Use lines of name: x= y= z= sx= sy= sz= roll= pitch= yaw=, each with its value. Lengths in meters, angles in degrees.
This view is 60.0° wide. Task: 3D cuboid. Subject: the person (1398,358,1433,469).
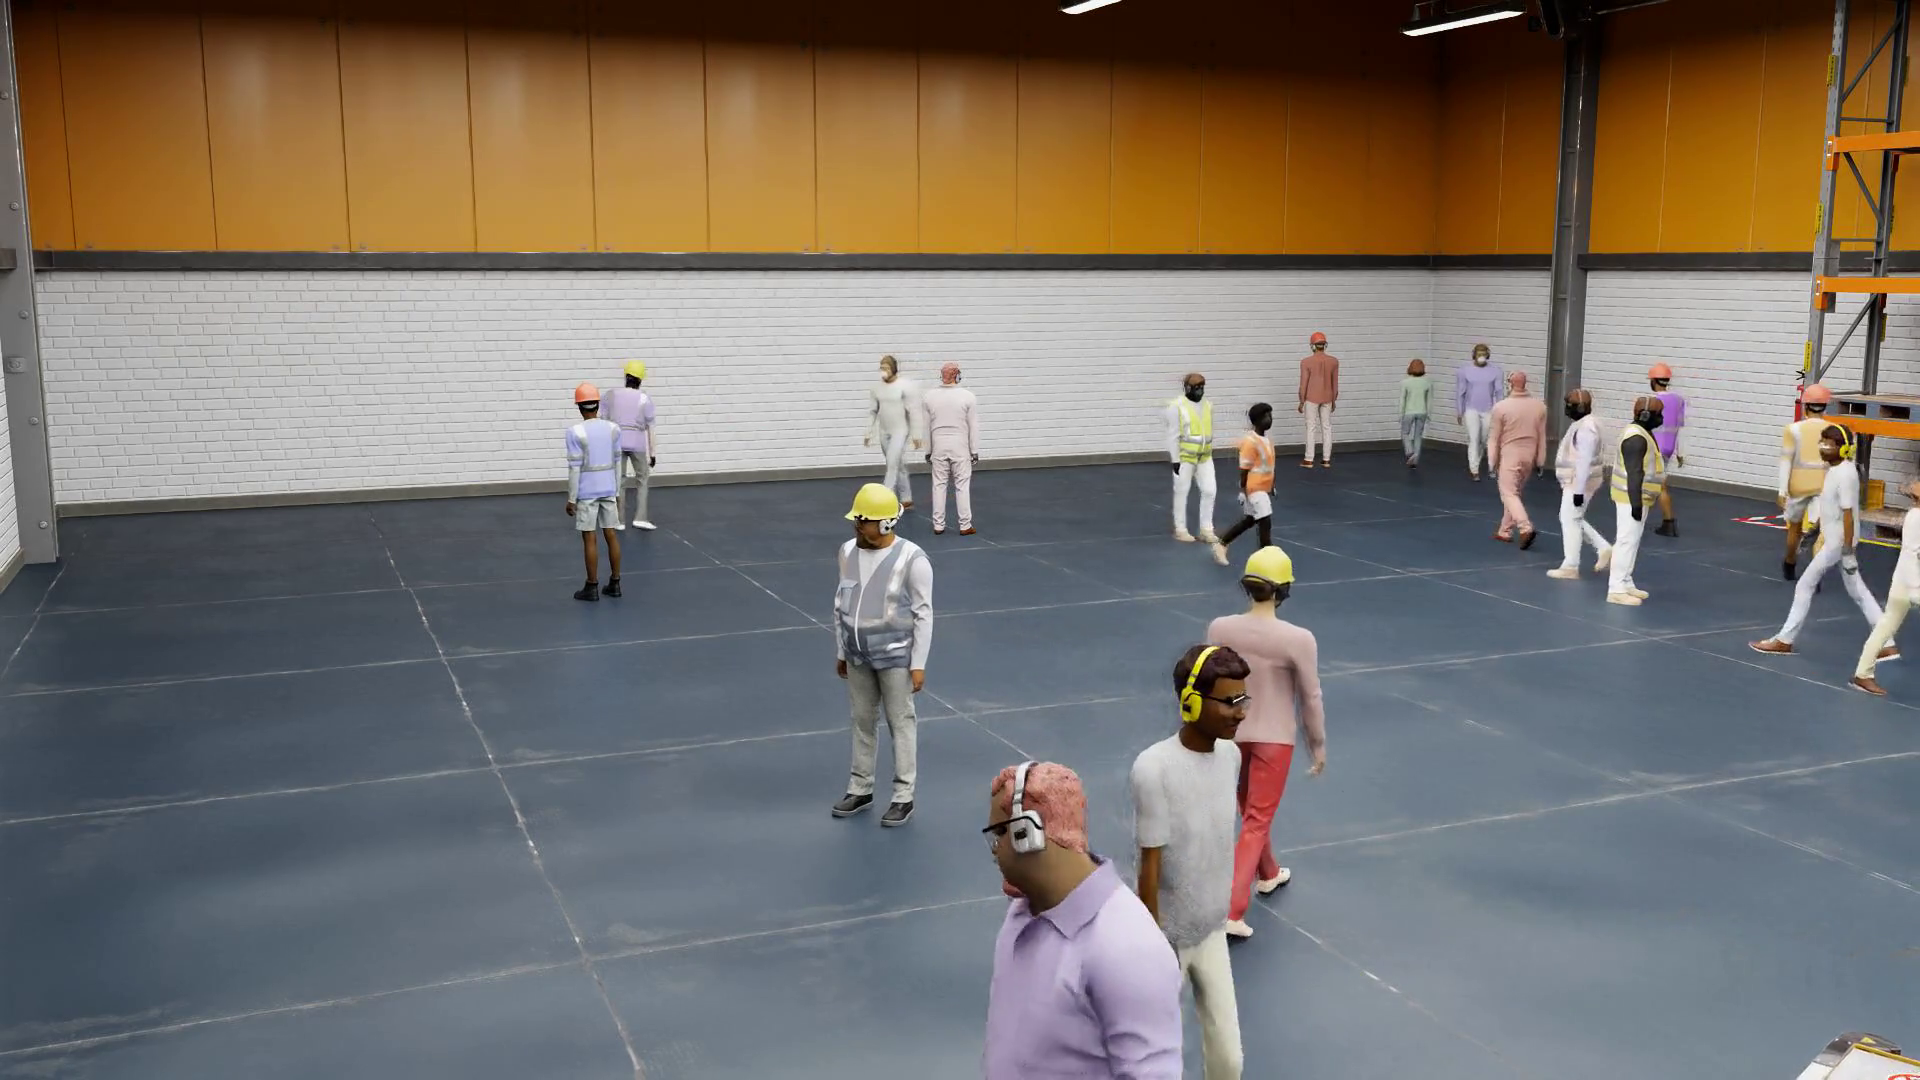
person: x=6.611 y=-1.823 z=24.157 sx=0.506 sy=1.622 sz=0.385 roll=0 pitch=9 yaw=-1

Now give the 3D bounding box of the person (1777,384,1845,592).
person: x=7.828 y=-0.490 z=15.306 sx=0.564 sy=1.881 sz=1.039 roll=3 pitch=10 yaw=19

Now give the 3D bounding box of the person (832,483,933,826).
person: x=-0.428 y=0.603 z=8.833 sx=0.592 sy=1.829 sz=0.404 roll=6 pitch=11 yaw=33

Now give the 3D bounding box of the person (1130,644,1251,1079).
person: x=0.639 y=1.207 z=5.168 sx=0.529 sy=1.835 sz=0.838 roll=-8 pitch=12 yaw=-38

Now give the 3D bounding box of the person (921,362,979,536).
person: x=-0.089 y=-1.000 z=18.303 sx=0.636 sy=1.911 sz=0.406 roll=3 pitch=10 yaw=15

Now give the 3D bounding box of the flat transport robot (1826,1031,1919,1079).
flat transport robot: x=2.953 y=1.963 z=5.297 sx=0.652 sy=0.197 sz=1.431 roll=9 pitch=13 yaw=43

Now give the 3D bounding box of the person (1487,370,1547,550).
person: x=5.882 y=-0.849 z=17.533 sx=0.647 sy=1.871 sz=0.896 roll=-3 pitch=10 yaw=-17

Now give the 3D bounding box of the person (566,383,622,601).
person: x=-3.253 y=-0.422 z=14.735 sx=0.542 sy=1.931 sz=0.375 roll=-9 pitch=13 yaw=-43

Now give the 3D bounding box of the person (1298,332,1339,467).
person: x=5.263 y=-2.059 z=24.461 sx=0.611 sy=1.994 sz=0.379 roll=-2 pitch=10 yaw=-13

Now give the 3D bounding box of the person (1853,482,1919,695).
person: x=6.551 y=0.322 z=11.270 sx=0.533 sy=1.575 sz=0.890 roll=-7 pitch=11 yaw=-35

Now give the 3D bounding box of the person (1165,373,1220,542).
person: x=2.516 y=-0.858 z=17.694 sx=0.651 sy=1.820 sz=0.678 roll=-5 pitch=11 yaw=-27

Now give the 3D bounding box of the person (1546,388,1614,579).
person: x=5.865 y=-0.513 z=15.618 sx=0.550 sy=1.821 sz=0.637 roll=3 pitch=10 yaw=20

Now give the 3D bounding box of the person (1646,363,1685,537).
person: x=7.701 y=-1.017 z=18.474 sx=0.567 sy=1.881 sz=0.978 roll=-3 pitch=10 yaw=-17

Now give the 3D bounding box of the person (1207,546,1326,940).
person: x=1.348 y=0.884 z=7.468 sx=0.548 sy=1.720 sz=0.927 roll=7 pitch=12 yaw=35

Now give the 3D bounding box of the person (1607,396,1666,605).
person: x=5.957 y=-0.350 z=14.627 sx=0.432 sy=1.835 sz=0.628 roll=6 pitch=11 yaw=31

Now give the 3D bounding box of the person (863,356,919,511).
person: x=-0.874 y=-1.237 z=19.770 sx=0.659 sy=1.885 sz=1.005 roll=8 pitch=12 yaw=39

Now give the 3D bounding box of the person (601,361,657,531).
person: x=-3.698 y=-1.026 z=18.542 sx=0.652 sy=1.893 sz=0.448 roll=0 pitch=9 yaw=-1

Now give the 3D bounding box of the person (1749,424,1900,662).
person: x=6.558 y=0.027 z=12.425 sx=1.016 sy=1.805 sz=0.537 roll=6 pitch=11 yaw=34

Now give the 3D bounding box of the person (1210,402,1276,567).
person: x=2.806 y=-0.509 z=16.057 sx=0.815 sy=1.666 sz=0.531 roll=5 pitch=11 yaw=29

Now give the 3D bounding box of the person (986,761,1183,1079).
person: x=0.259 y=1.439 z=3.674 sx=0.395 sy=1.865 sz=0.746 roll=-4 pitch=10 yaw=-22

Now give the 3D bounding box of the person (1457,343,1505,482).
person: x=7.221 y=-1.794 z=23.138 sx=0.641 sy=1.910 sz=0.918 roll=1 pitch=9 yaw=7
